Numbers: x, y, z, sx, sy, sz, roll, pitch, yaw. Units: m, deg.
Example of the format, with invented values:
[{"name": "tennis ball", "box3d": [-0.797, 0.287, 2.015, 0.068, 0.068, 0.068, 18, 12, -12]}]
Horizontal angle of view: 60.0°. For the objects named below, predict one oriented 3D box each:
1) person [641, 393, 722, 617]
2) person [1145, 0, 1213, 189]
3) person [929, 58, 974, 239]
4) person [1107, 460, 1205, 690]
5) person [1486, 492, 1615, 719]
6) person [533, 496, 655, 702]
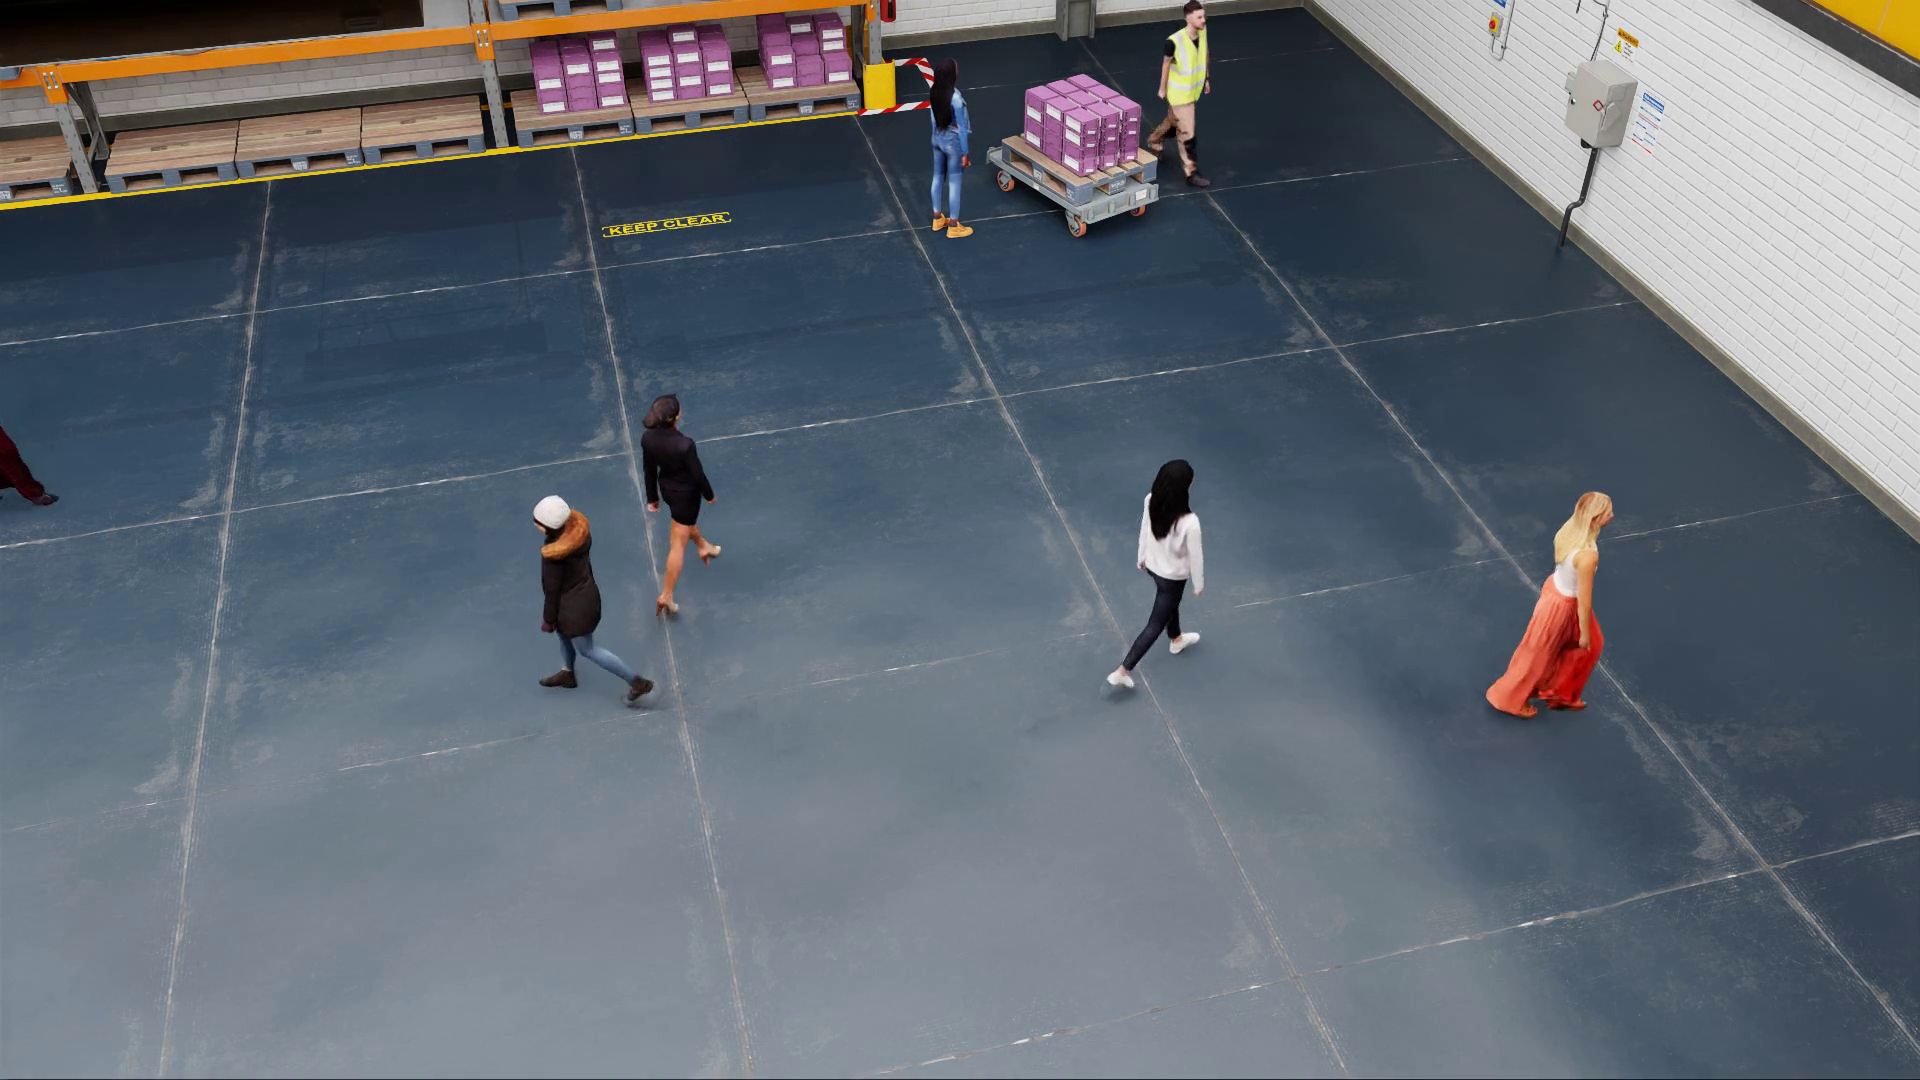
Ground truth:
[{"name": "person", "box3d": [-1.916, -0.200, 11.169, 1.016, 1.591, 1.079, 19, 42, 22]}, {"name": "person", "box3d": [2.133, -4.406, 16.264, 1.249, 1.805, 1.150, -32, 48, -34]}, {"name": "person", "box3d": [-0.111, -3.628, 15.363, 0.654, 1.713, 0.669, -27, 46, -30]}, {"name": "person", "box3d": [1.251, 0.243, 10.551, 1.188, 1.670, 0.913, -25, 45, -28]}, {"name": "person", "box3d": [3.590, 0.423, 10.234, 0.998, 1.784, 0.867, 7, 39, 9]}, {"name": "person", "box3d": [-2.333, 0.414, 10.390, 1.095, 1.604, 0.802, 2, 39, 2]}]
